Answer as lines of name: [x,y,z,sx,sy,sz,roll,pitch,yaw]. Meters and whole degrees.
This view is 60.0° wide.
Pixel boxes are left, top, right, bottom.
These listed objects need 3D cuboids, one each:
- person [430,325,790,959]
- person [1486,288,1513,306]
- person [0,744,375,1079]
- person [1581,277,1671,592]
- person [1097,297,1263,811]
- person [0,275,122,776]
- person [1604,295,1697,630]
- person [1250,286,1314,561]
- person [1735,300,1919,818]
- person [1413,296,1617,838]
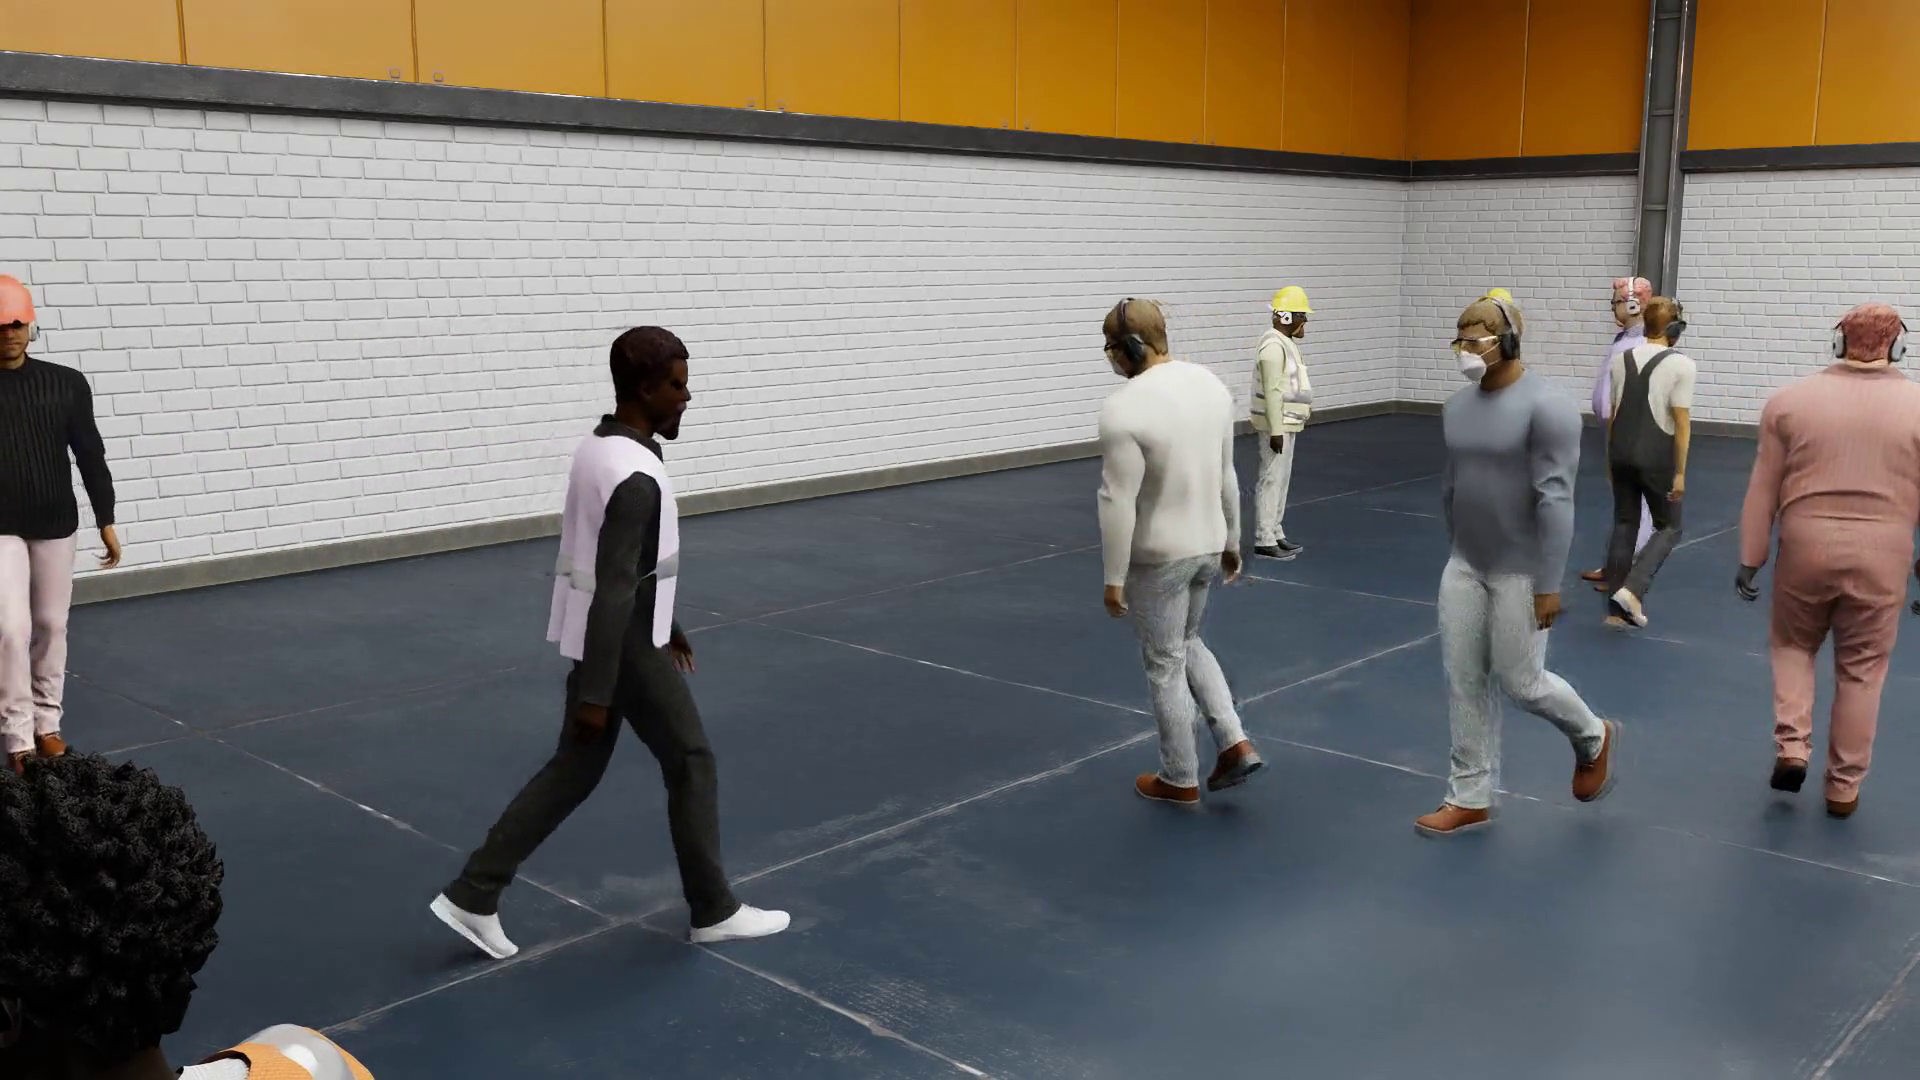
person: [-1.038,0.315,4.801,0.981,1.873,0.590,-5,11,-26]
person: [4.445,-1.209,13.811,0.312,1.744,0.487,6,12,31]
person: [-0.658,0.998,1.397,0.320,1.694,0.531,3,10,18]
person: [4.031,-0.631,10.077,0.404,1.903,0.636,2,10,11]
person: [0.771,0.074,6.060,0.706,1.900,0.492,-9,13,-41]
person: [-3.617,-0.035,6.499,0.747,1.970,0.617,9,13,42]
person: [3.669,-0.391,8.927,0.443,1.829,0.517,-7,12,-35]
person: [2.153,-0.780,11.152,0.403,1.825,0.597,4,11,20]
person: [3.241,0.073,6.100,0.691,1.888,0.422,5,11,28]
person: [1.985,0.097,5.895,0.736,1.915,0.638,-5,11,-25]
